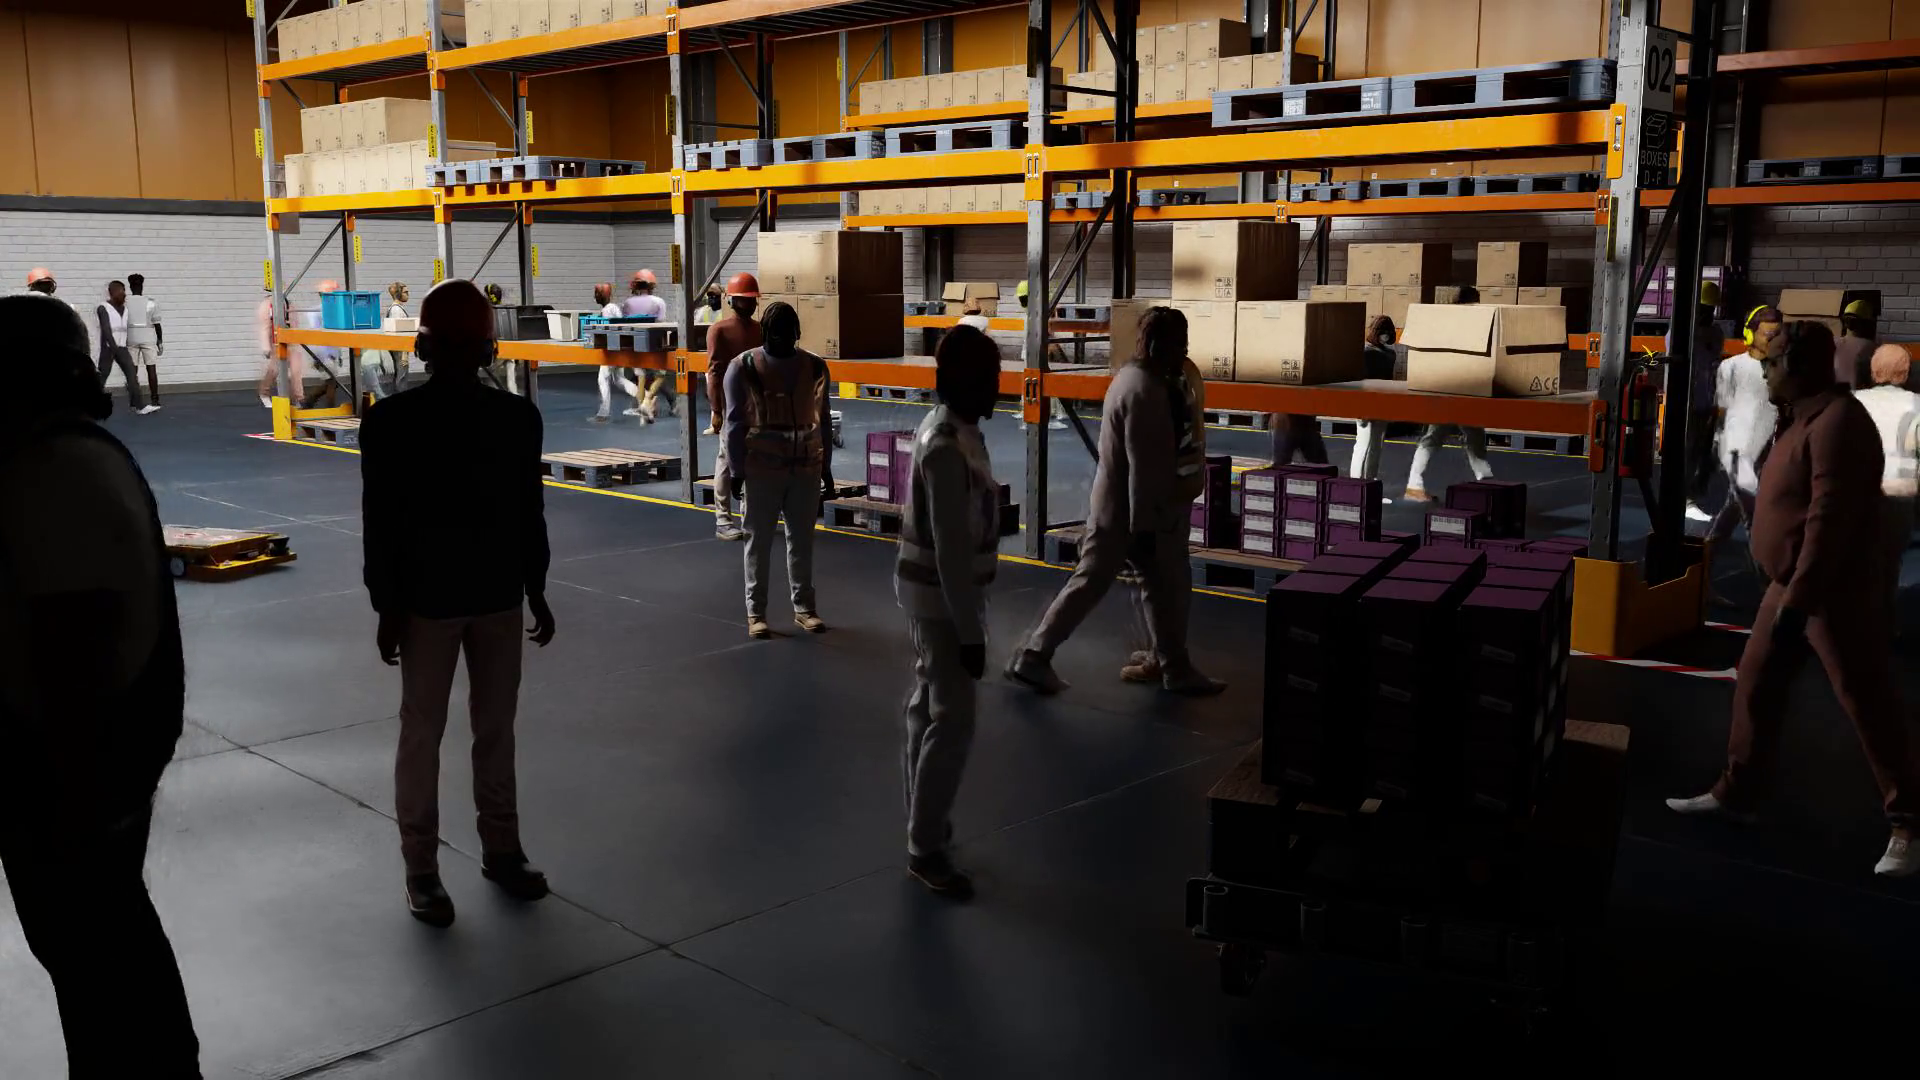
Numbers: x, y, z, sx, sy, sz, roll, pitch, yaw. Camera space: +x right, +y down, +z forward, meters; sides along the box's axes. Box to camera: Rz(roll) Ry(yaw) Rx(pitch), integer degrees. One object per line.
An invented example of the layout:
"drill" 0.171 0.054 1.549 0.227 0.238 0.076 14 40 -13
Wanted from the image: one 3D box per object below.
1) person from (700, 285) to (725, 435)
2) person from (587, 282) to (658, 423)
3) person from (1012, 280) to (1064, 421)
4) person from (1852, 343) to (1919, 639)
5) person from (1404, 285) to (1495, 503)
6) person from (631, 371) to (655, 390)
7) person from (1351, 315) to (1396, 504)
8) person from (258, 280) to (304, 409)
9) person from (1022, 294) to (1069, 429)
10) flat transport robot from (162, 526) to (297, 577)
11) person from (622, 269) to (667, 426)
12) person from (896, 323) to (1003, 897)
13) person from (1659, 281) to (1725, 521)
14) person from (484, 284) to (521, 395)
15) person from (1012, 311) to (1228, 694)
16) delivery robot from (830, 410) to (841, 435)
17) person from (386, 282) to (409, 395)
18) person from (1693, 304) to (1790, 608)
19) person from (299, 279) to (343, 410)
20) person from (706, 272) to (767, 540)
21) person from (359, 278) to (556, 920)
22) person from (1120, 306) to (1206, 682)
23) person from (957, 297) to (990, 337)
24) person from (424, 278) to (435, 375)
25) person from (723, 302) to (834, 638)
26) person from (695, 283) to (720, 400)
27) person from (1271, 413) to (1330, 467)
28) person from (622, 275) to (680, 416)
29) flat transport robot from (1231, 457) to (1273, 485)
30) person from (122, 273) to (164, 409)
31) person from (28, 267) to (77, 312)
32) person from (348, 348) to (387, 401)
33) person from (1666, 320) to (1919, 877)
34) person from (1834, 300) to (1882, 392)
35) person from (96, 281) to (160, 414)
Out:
"person" -2.916 -2.169 20.164 0.619 1.836 0.431 6 11 31
"person" -4.455 -2.444 21.787 0.844 1.855 0.586 1 9 4
"person" 1.006 -2.496 22.051 0.817 1.860 0.606 2 10 13
"person" 5.007 -0.250 9.033 0.353 1.632 0.542 -8 12 -40
"person" 4.260 -1.217 14.171 0.995 1.888 0.645 9 13 43
"person" -5.269 -3.455 27.841 0.574 1.888 0.961 -4 10 -25
"person" 3.557 -1.104 14.232 0.501 1.631 0.285 -8 12 -40
"person" -9.836 -2.821 24.043 0.929 1.871 0.653 6 11 32
"person" 1.095 -2.245 20.937 0.703 1.715 0.506 -1 9 -8
"flat transport robot" -5.285 0.060 11.259 1.431 0.197 0.652 4 10 22
"person" -4.031 -2.462 21.359 0.608 2.023 0.468 3 10 18
"person" -0.037 0.209 5.532 0.349 1.862 0.730 0 9 -1
"person" 5.866 -1.094 13.271 0.592 1.923 0.381 -4 10 -25
"person" -5.857 -2.325 21.136 0.558 1.818 0.924 -8 12 -40
"person" 0.738 -0.161 7.867 1.010 1.840 0.643 1 9 8
"delivery robot" -1.673 -1.368 18.854 0.707 0.478 0.477 8 12 41
"person" -7.398 -2.484 22.038 0.343 1.846 0.507 -5 10 -28
"person" 4.639 -0.448 9.643 0.645 1.809 0.936 -5 10 -26
"person" -8.205 -2.400 21.377 0.731 1.906 0.564 2 10 15
"person" -1.625 -1.002 12.498 0.397 1.992 0.623 7 12 39
"person" -1.566 0.178 5.269 0.612 1.991 0.392 -8 12 -41
"person" 0.983 -0.222 8.185 0.430 1.845 0.620 3 10 17
"person" 0.180 -2.572 23.256 0.499 1.628 0.278 -4 10 -23
"person" -6.241 -2.227 20.250 0.539 1.924 0.555 6 11 33
"person" -0.982 -0.386 9.191 0.633 1.843 0.429 -5 10 -26
"person" -3.410 -2.651 23.125 0.611 1.822 0.476 -9 13 -44
"person" 2.491 -0.782 11.920 0.525 1.741 0.735 -9 13 -42
"person" -4.243 -2.657 22.827 0.976 1.951 0.614 3 10 20
"flat transport robot" 2.580 -0.645 15.579 0.652 0.197 1.431 -7 12 -38
"person" -11.855 -2.867 24.054 0.608 1.957 0.378 -3 10 -19
"person" -9.659 -1.863 17.644 0.380 2.039 0.607 8 12 40
"person" -7.570 -2.214 21.180 0.881 1.571 0.508 2 10 13
"person" 2.996 0.177 5.744 0.815 1.857 0.667 2 9 12
"person" 7.380 -1.102 13.808 0.324 1.767 0.533 -9 13 -42
"person" -11.727 -2.662 23.112 1.046 1.861 0.598 2 10 13
